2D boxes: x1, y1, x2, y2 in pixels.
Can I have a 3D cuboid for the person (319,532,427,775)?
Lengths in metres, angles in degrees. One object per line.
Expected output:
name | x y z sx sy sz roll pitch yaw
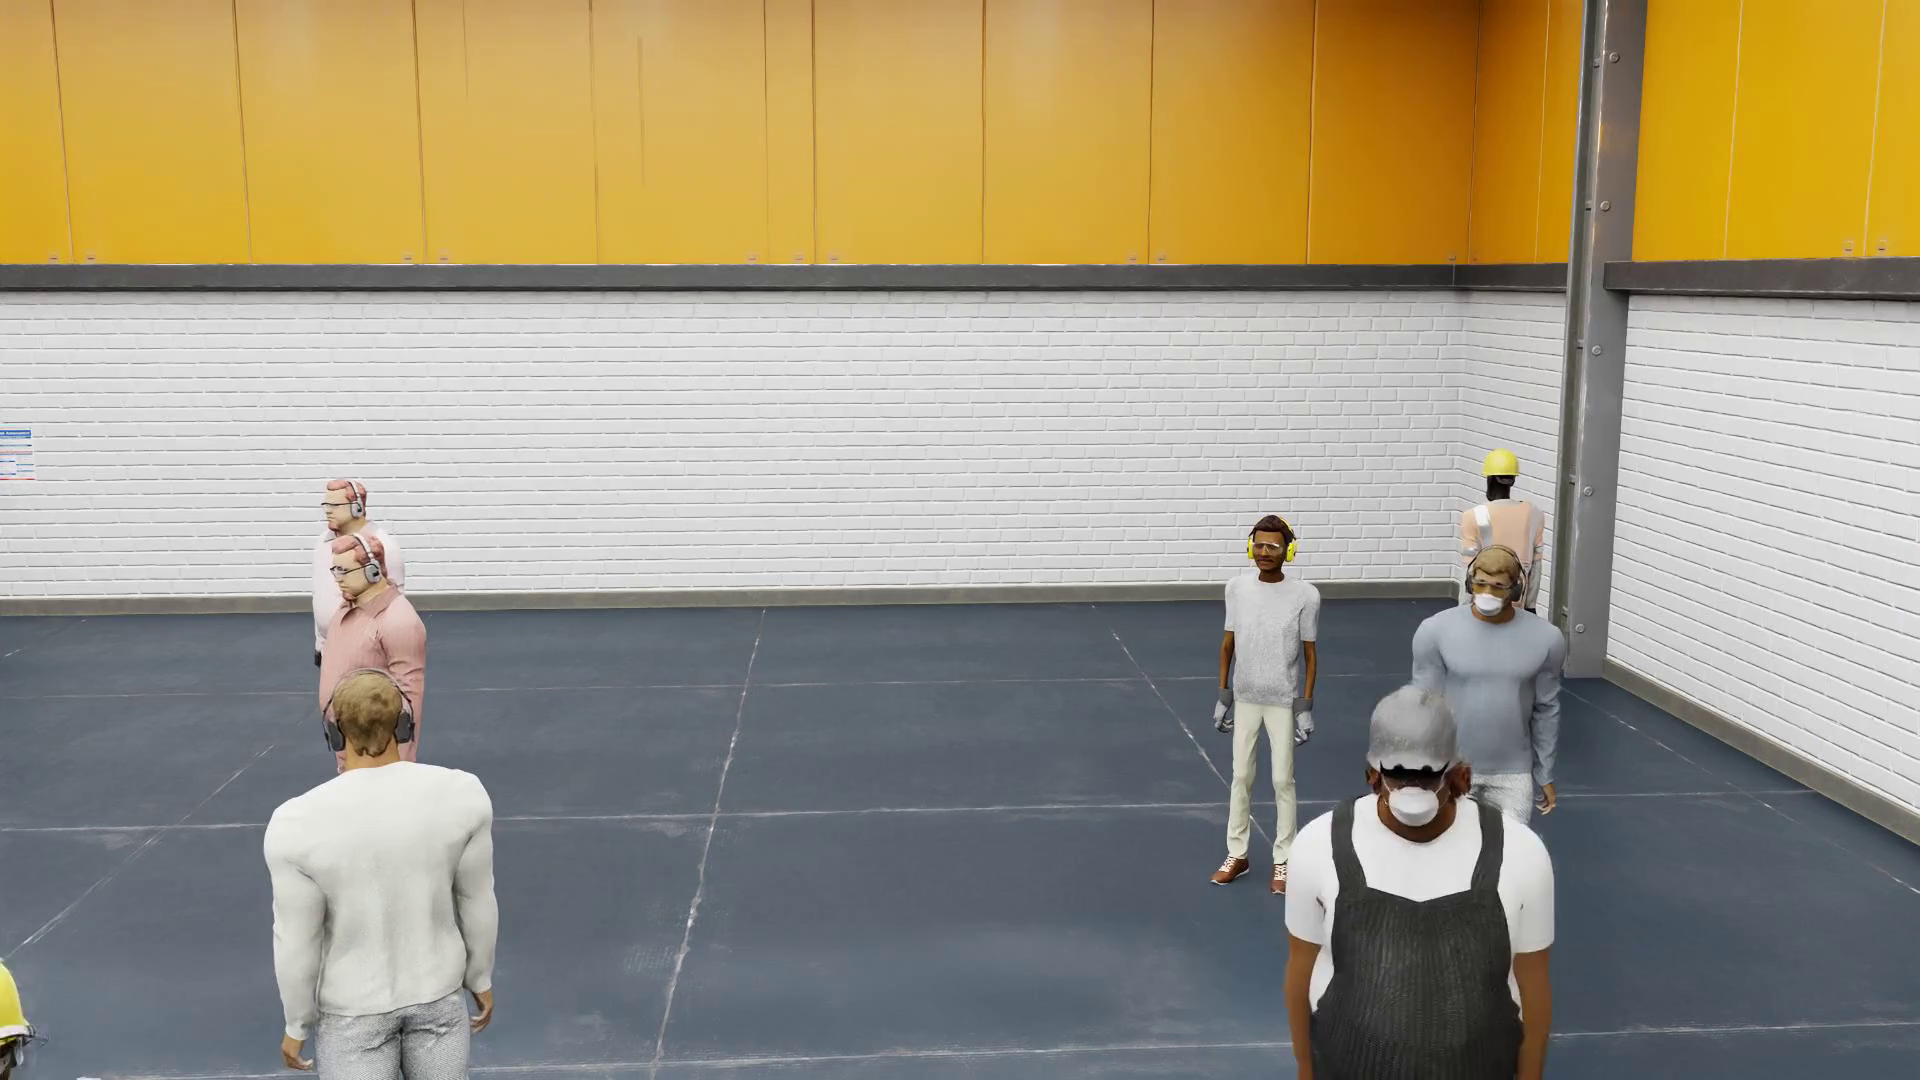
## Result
person | -2.650 0.905 7.469 0.640 1.904 0.409 9 12 43

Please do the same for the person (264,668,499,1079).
person | -1.632 1.320 4.765 0.627 1.934 0.370 -6 11 -32

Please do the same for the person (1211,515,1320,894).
person | 1.500 0.801 8.206 0.512 1.877 0.328 4 10 26

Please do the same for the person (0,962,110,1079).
person | -1.761 1.644 3.140 0.774 1.809 0.601 5 10 30

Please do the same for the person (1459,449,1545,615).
person | 3.446 0.377 10.706 0.593 1.924 0.381 -3 9 -16

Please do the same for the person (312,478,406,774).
person | -3.416 0.601 9.359 0.637 1.911 0.403 5 10 30

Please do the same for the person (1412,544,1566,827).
person | 2.190 0.970 6.959 0.628 1.937 0.378 1 9 4
